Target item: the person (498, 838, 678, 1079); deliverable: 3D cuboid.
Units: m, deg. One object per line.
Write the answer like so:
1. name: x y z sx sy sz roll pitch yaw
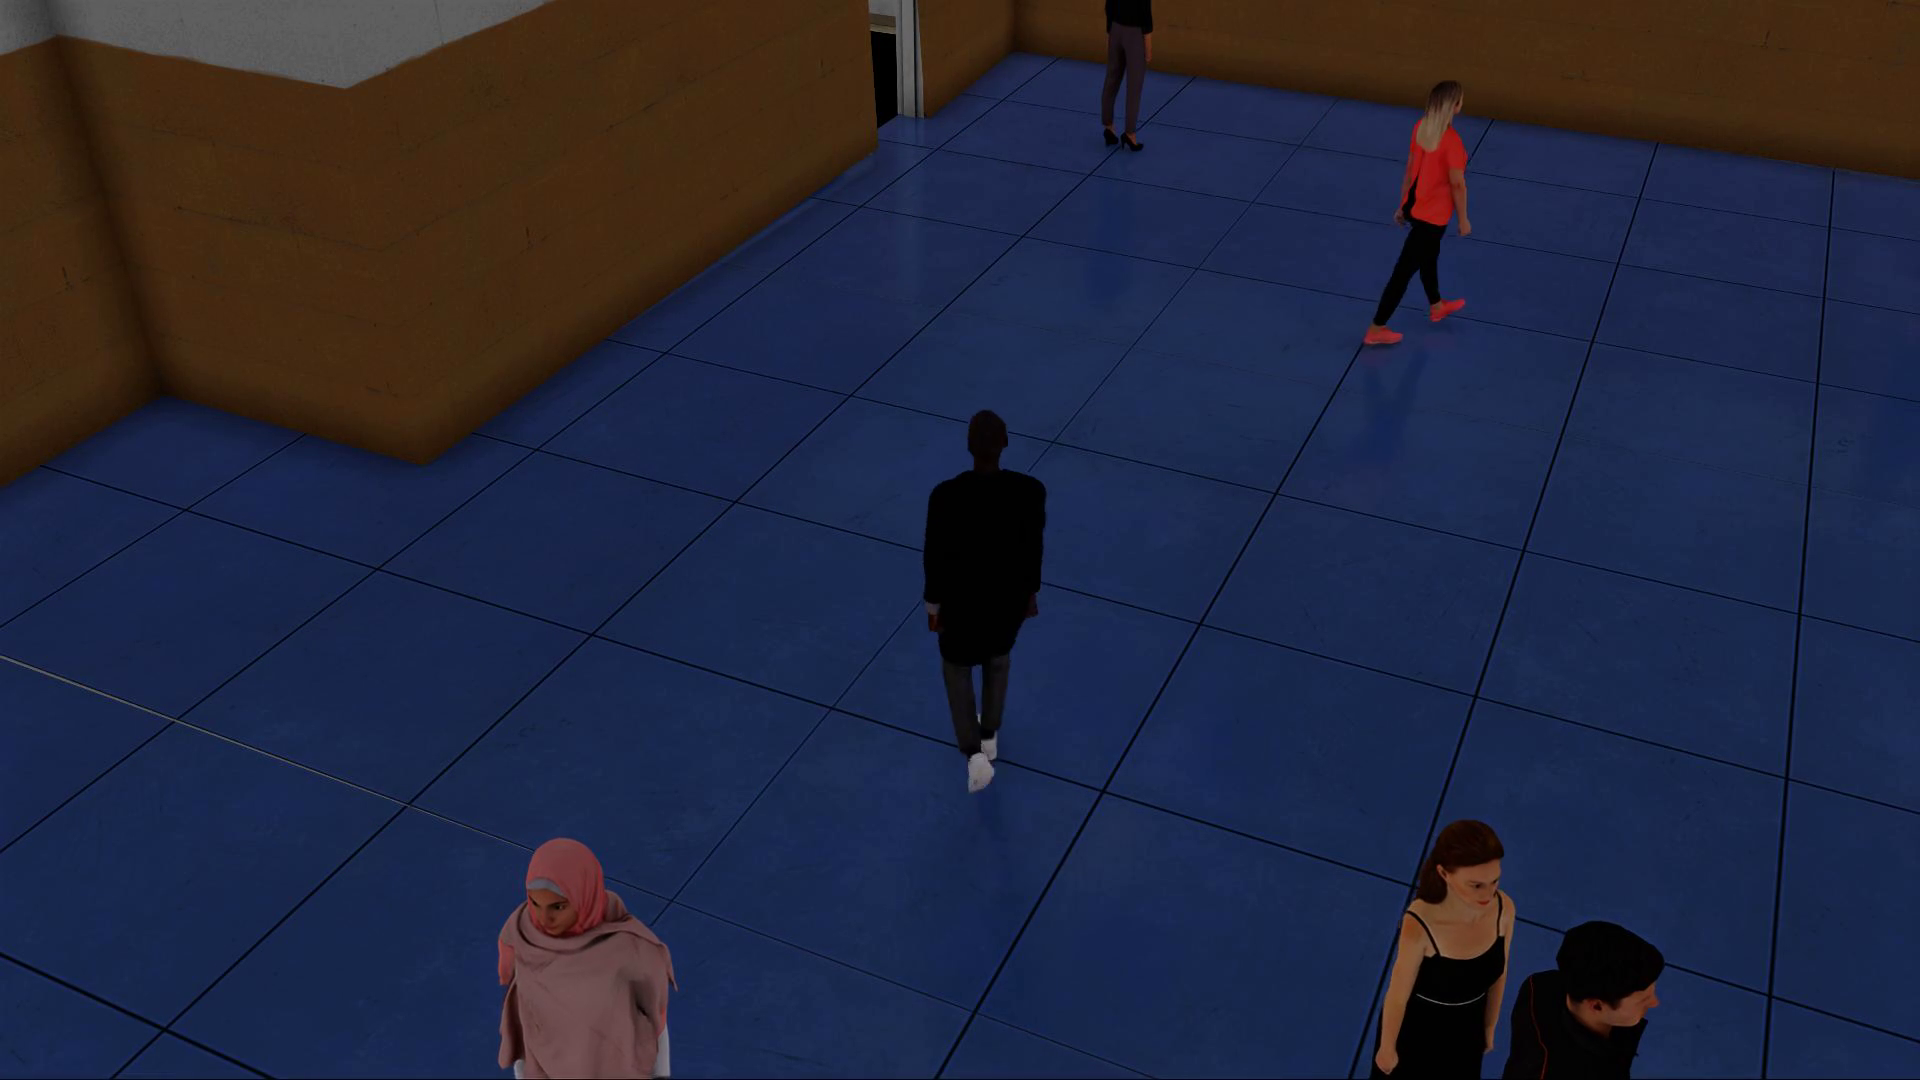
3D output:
1. person: -1.059 1.565 4.813 0.649 1.804 0.774 3 34 5

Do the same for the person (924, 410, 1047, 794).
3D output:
1. person: 0.109 0.300 6.767 0.998 1.745 1.002 -5 34 -7

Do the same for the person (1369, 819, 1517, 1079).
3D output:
1. person: 1.443 1.481 5.101 0.664 1.624 0.726 -10 35 -15

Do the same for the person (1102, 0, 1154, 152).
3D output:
1. person: 1.320 -3.925 13.187 0.731 1.670 0.594 -28 43 -36

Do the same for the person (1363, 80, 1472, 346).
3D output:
1. person: 2.783 -1.967 10.257 1.093 1.655 1.003 -9 35 -13

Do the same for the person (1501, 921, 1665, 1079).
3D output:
1. person: 1.531 1.726 4.443 0.660 1.946 0.745 8 34 11
